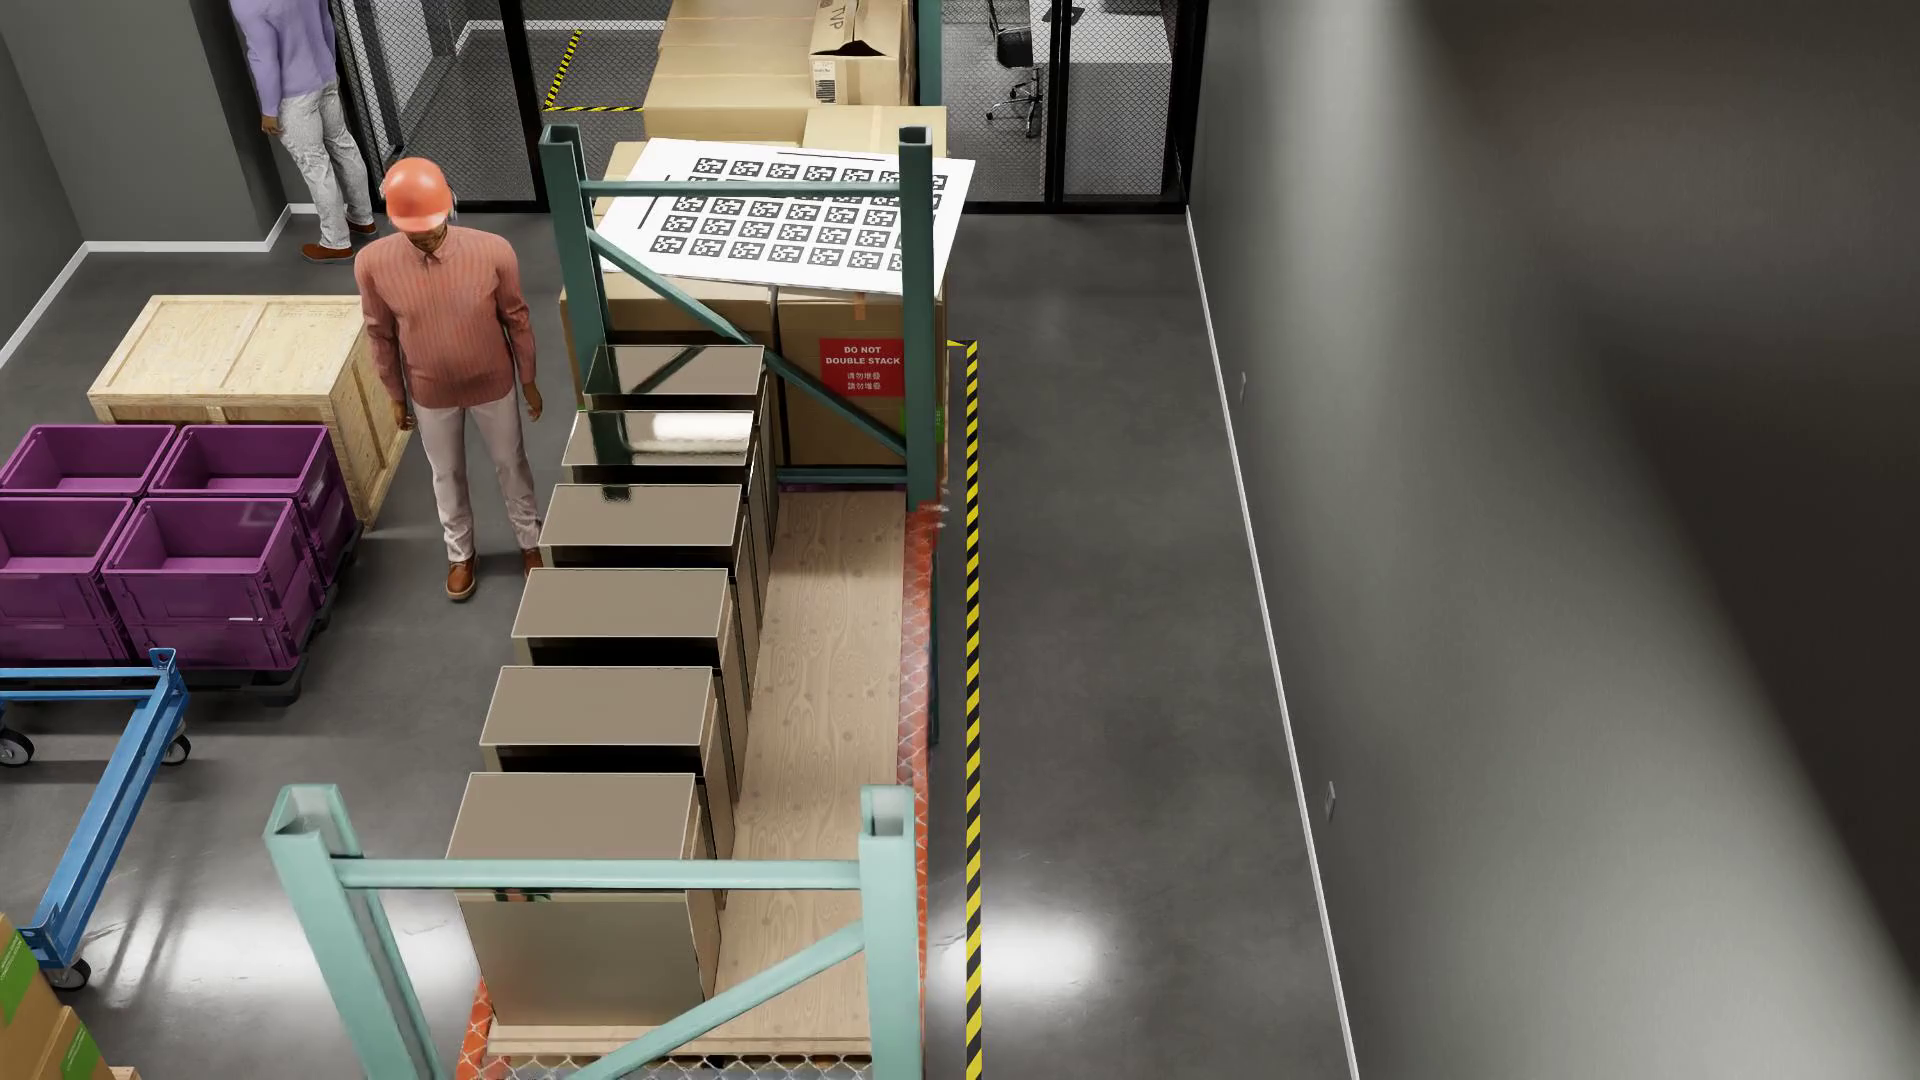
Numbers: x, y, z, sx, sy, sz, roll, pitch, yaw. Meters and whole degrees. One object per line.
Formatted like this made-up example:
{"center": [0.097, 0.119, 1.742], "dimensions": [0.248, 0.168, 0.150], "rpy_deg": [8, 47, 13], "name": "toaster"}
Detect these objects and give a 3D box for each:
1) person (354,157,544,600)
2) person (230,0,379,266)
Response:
{"center": [-1.956, -0.609, 6.542], "dimensions": [0.612, 1.991, 0.401], "rpy_deg": [-8, 42, -9], "name": "person"}
{"center": [-3.400, -2.341, 8.563], "dimensions": [0.368, 1.939, 0.632], "rpy_deg": [11, 42, 12], "name": "person"}
